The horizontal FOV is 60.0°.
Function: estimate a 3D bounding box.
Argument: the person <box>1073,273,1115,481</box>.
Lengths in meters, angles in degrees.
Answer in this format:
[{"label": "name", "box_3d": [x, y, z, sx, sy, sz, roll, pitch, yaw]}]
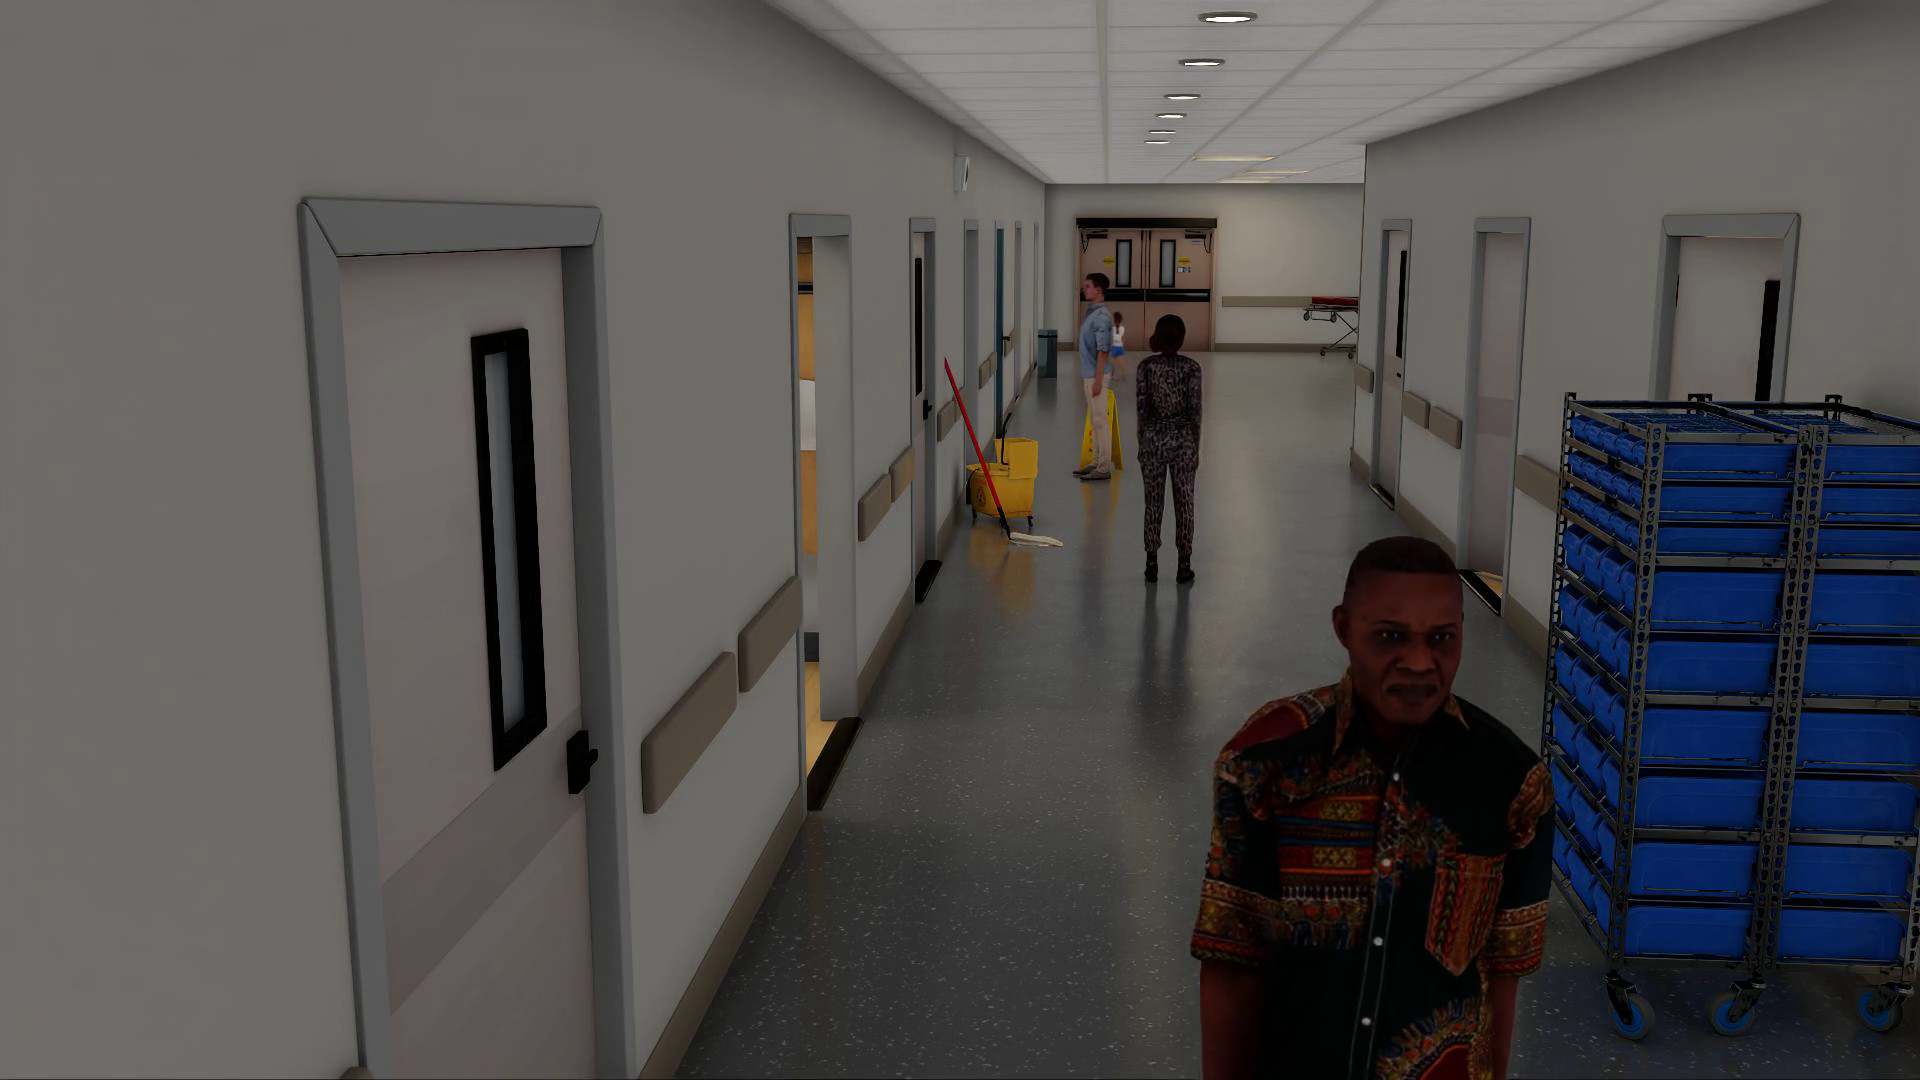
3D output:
[{"label": "person", "box_3d": [1.241, -1.480, 14.995, 0.736, 1.847, 0.541, -1, 11, -3]}]

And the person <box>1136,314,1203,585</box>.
[{"label": "person", "box_3d": [1.331, -0.586, 10.645, 0.606, 1.714, 0.603, 3, 11, 15]}]

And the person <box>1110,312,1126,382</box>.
[{"label": "person", "box_3d": [2.308, -2.821, 24.316, 0.579, 1.007, 0.761, -3, 11, -17]}]

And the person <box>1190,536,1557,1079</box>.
[{"label": "person", "box_3d": [0.627, 0.883, 2.688, 0.775, 1.753, 1.197, 2, 11, 12]}]
